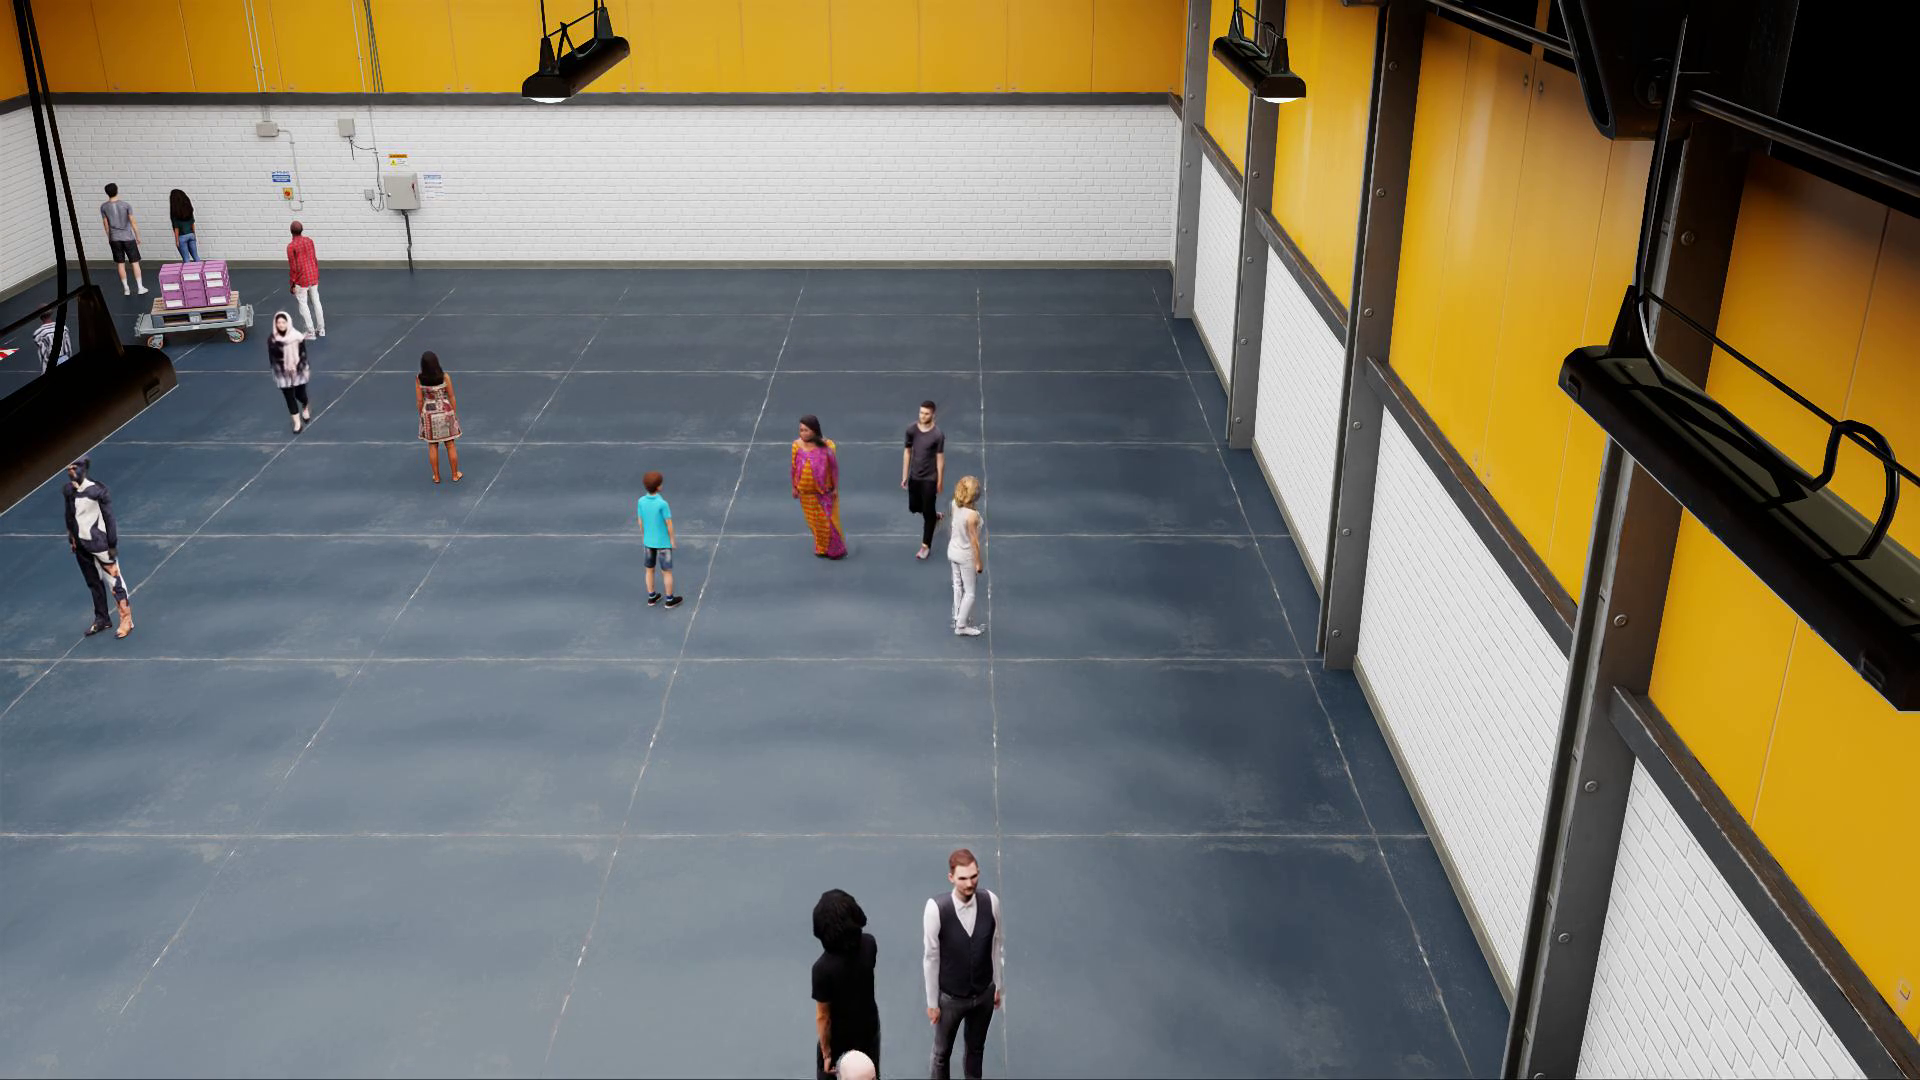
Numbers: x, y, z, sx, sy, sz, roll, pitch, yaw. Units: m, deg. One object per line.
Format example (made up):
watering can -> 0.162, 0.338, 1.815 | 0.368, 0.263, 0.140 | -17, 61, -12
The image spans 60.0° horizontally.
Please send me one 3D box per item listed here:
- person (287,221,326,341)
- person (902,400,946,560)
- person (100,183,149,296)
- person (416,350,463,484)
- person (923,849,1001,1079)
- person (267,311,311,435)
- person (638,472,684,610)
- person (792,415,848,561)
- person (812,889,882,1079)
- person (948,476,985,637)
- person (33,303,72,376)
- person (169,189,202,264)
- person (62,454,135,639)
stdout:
person -> -10.033, -4.000, 25.487 | 0.816, 1.819, 0.709 | 15, 27, 30
person -> -0.346, -0.693, 18.012 | 0.914, 1.746, 1.050 | 13, 27, 27
person -> -13.993, -5.028, 27.771 | 0.709, 1.871, 0.641 | -6, 24, -13
person -> -6.272, -1.489, 19.960 | 0.699, 1.645, 0.616 | -6, 24, -13
person -> 0.012, 2.694, 10.023 | 0.733, 1.938, 0.709 | -10, 25, -21
person -> -8.705, -2.215, 21.647 | 0.691, 1.623, 0.784 | -4, 24, -10
person -> -3.068, -0.010, 16.820 | 0.581, 1.449, 0.582 | 9, 25, 19
person -> -1.505, -0.586, 17.900 | 0.809, 1.639, 0.817 | 0, 24, 1
person -> -0.585, 2.900, 9.734 | 1.007, 1.793, 1.203 | -15, 28, -31
person -> 0.033, 0.119, 16.269 | 0.774, 1.654, 0.671 | -20, 31, -38
person -> -11.534, -2.151, 21.291 | 0.770, 1.791, 0.632 | 11, 26, 23
person -> -13.275, -5.200, 28.484 | 0.768, 1.616, 0.682 | 13, 27, 28
person -> -8.415, 0.028, 16.180 | 0.727, 1.893, 0.662 | 5, 24, 12
